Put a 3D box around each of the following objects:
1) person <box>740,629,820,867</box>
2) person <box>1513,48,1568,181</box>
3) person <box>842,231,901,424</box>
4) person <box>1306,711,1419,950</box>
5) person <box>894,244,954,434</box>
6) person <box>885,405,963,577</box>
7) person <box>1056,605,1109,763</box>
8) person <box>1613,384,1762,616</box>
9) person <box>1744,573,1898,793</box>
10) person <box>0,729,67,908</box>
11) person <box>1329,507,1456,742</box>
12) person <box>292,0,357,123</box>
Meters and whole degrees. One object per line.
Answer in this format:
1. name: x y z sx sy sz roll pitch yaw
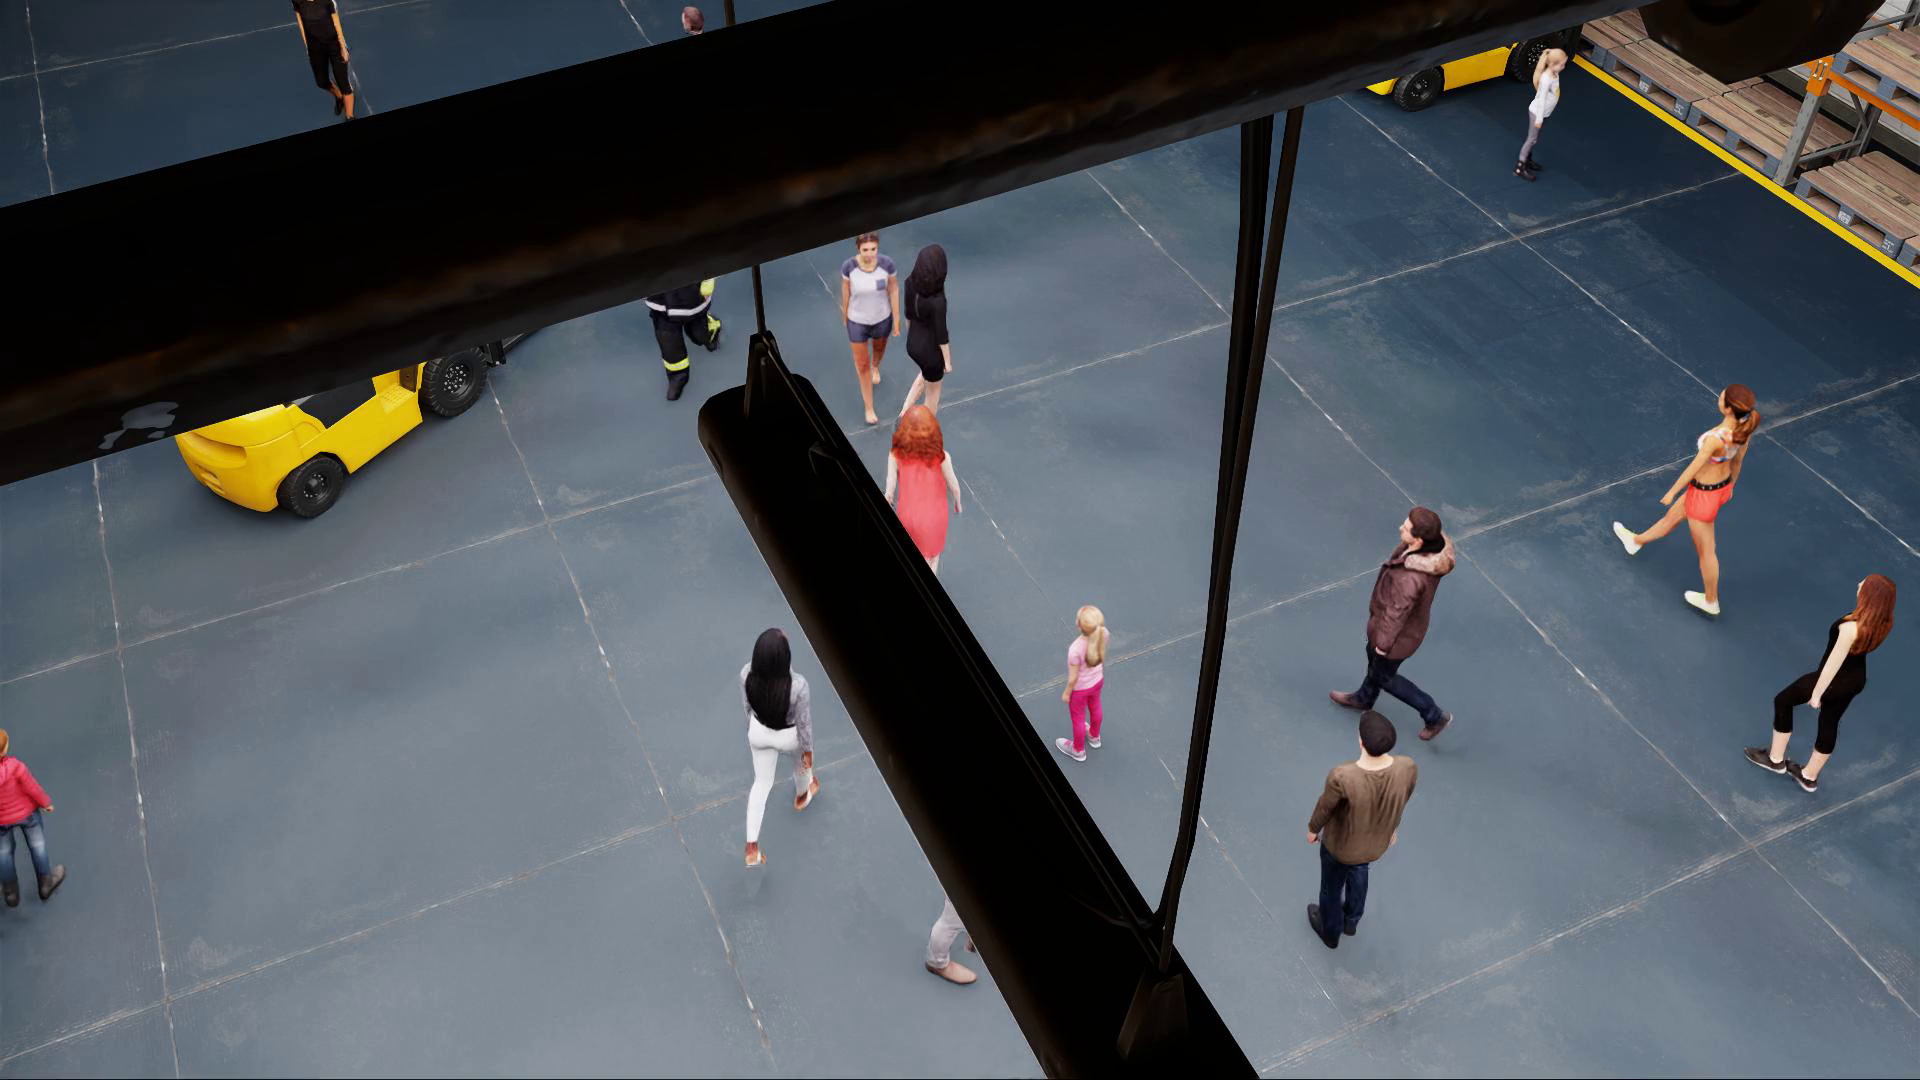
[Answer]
1. person: -1.090 1.225 9.695 1.088 1.694 1.168 11 45 12
2. person: 5.382 -3.985 15.465 0.640 1.277 0.588 19 47 18
3. person: -0.707 -1.761 12.911 0.748 1.581 1.057 -7 44 -7
4. person: 2.201 1.672 9.094 0.696 1.874 0.653 -10 44 -10
5. person: -0.317 -1.351 12.327 0.717 1.792 0.655 -26 49 -25
6. person: -0.269 -0.061 10.965 0.847 1.803 0.922 11 45 11
7. person: 0.785 0.876 10.367 0.549 1.271 0.570 -33 52 -29
8. person: 5.085 -0.234 11.190 0.714 1.743 1.218 -25 49 -24
9. person: 5.334 0.914 10.010 0.570 1.708 0.647 -16 46 -16
10. person: -5.476 1.623 9.570 0.661 1.289 0.560 -22 48 -21
11. person: 2.809 0.541 10.313 1.190 1.831 1.097 19 47 19
12. person: -6.077 -4.786 16.029 0.723 1.658 0.797 1 44 1
